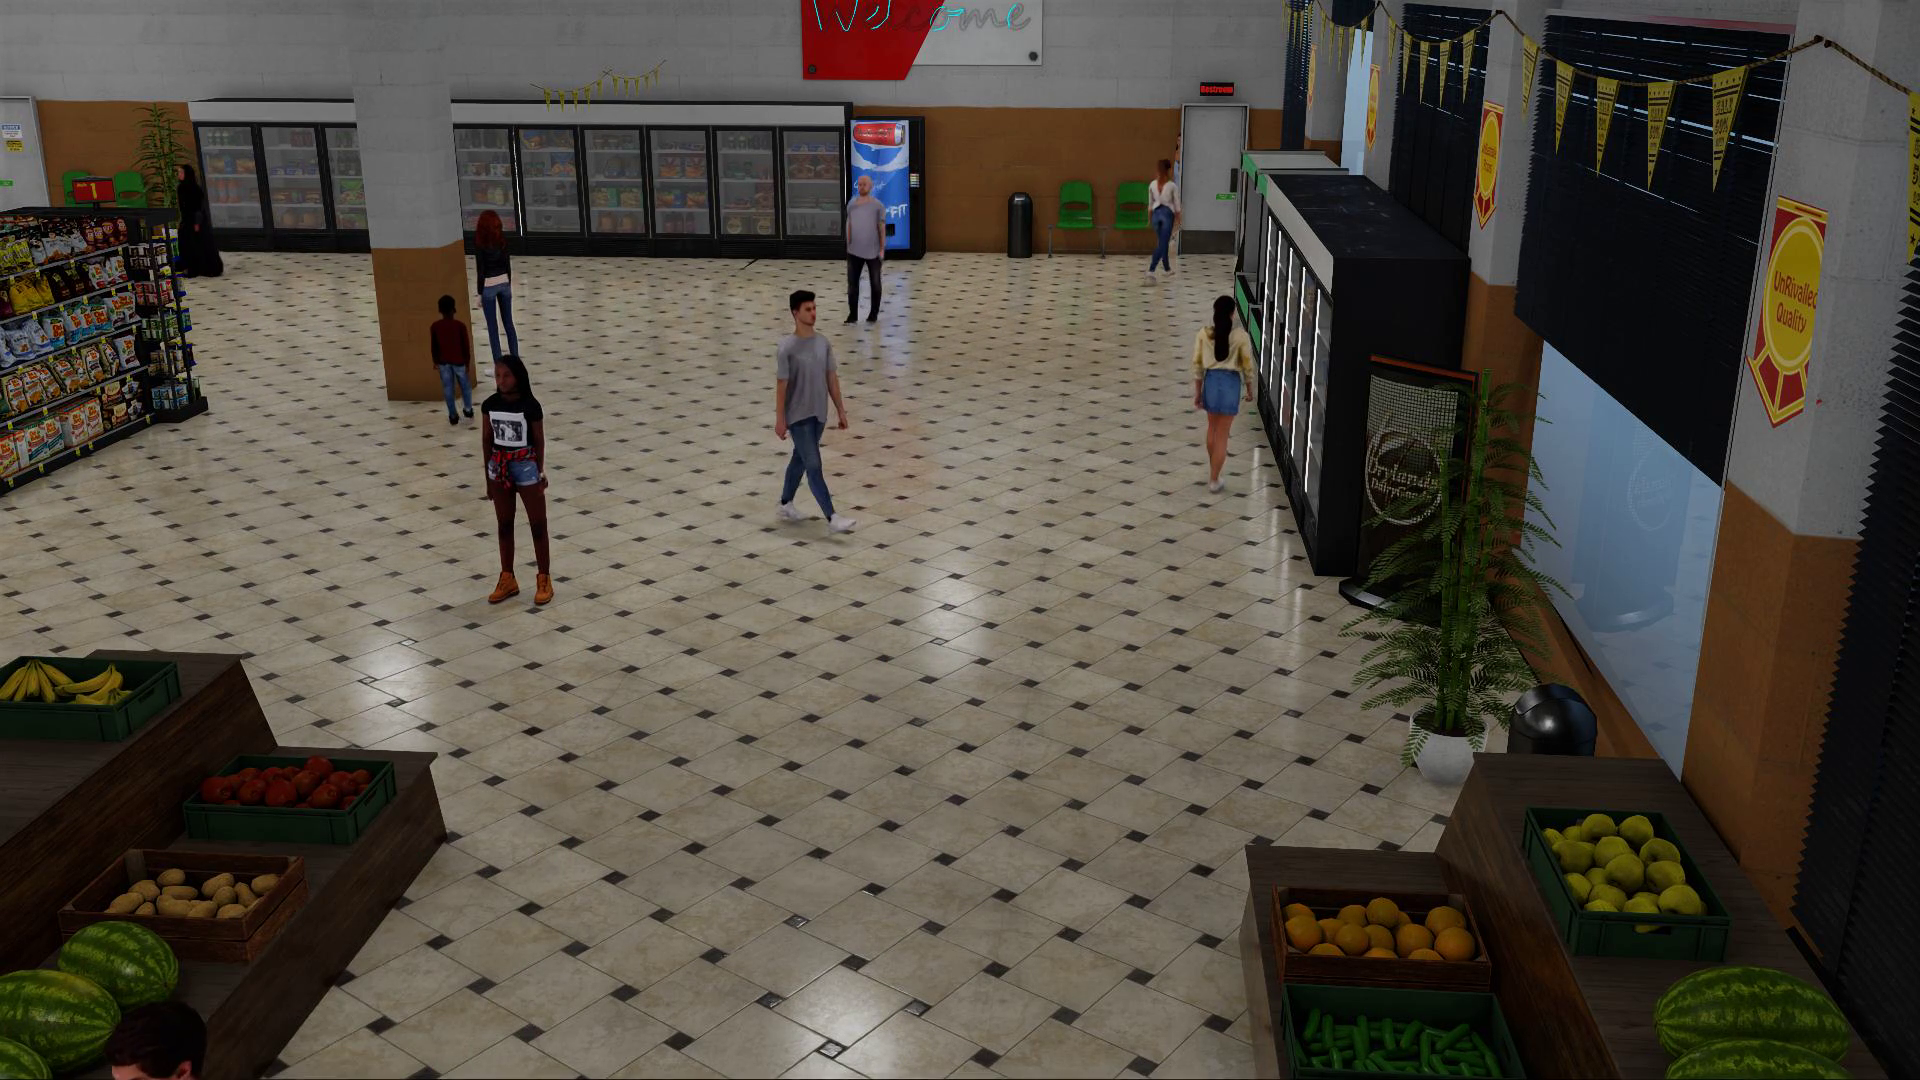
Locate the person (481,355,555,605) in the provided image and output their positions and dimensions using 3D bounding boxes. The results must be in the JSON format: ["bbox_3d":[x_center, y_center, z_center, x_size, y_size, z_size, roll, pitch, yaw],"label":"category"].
[{"bbox_3d":[-3.017,-0.418,11.325,0.613,1.729,0.600,3,19,8],"label":"person"}]

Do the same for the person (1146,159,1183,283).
[{"bbox_3d":[2.823,-4.448,23.352,1.014,1.681,1.230,13,23,34],"label":"person"}]

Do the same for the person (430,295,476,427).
[{"bbox_3d":[-4.854,-1.696,15.874,0.617,1.245,0.705,-5,19,-15],"label":"person"}]

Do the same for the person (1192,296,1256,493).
[{"bbox_3d":[2.164,-1.197,13.828,0.841,1.606,1.047,8,20,22],"label":"person"}]

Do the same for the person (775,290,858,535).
[{"bbox_3d":[-1.246,-0.973,12.796,1.147,1.842,1.198,14,23,36],"label":"person"}]

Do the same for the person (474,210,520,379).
[{"bbox_3d":[-4.983,-2.644,17.835,0.725,1.787,0.643,16,25,40],"label":"person"}]

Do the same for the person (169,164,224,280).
[{"bbox_3d":[-10.892,-4.562,23.807,0.848,1.606,1.159,8,20,22],"label":"person"}]

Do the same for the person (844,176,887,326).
[{"bbox_3d":[-1.134,-3.588,20.584,0.769,1.821,0.915,5,19,14],"label":"person"}]
